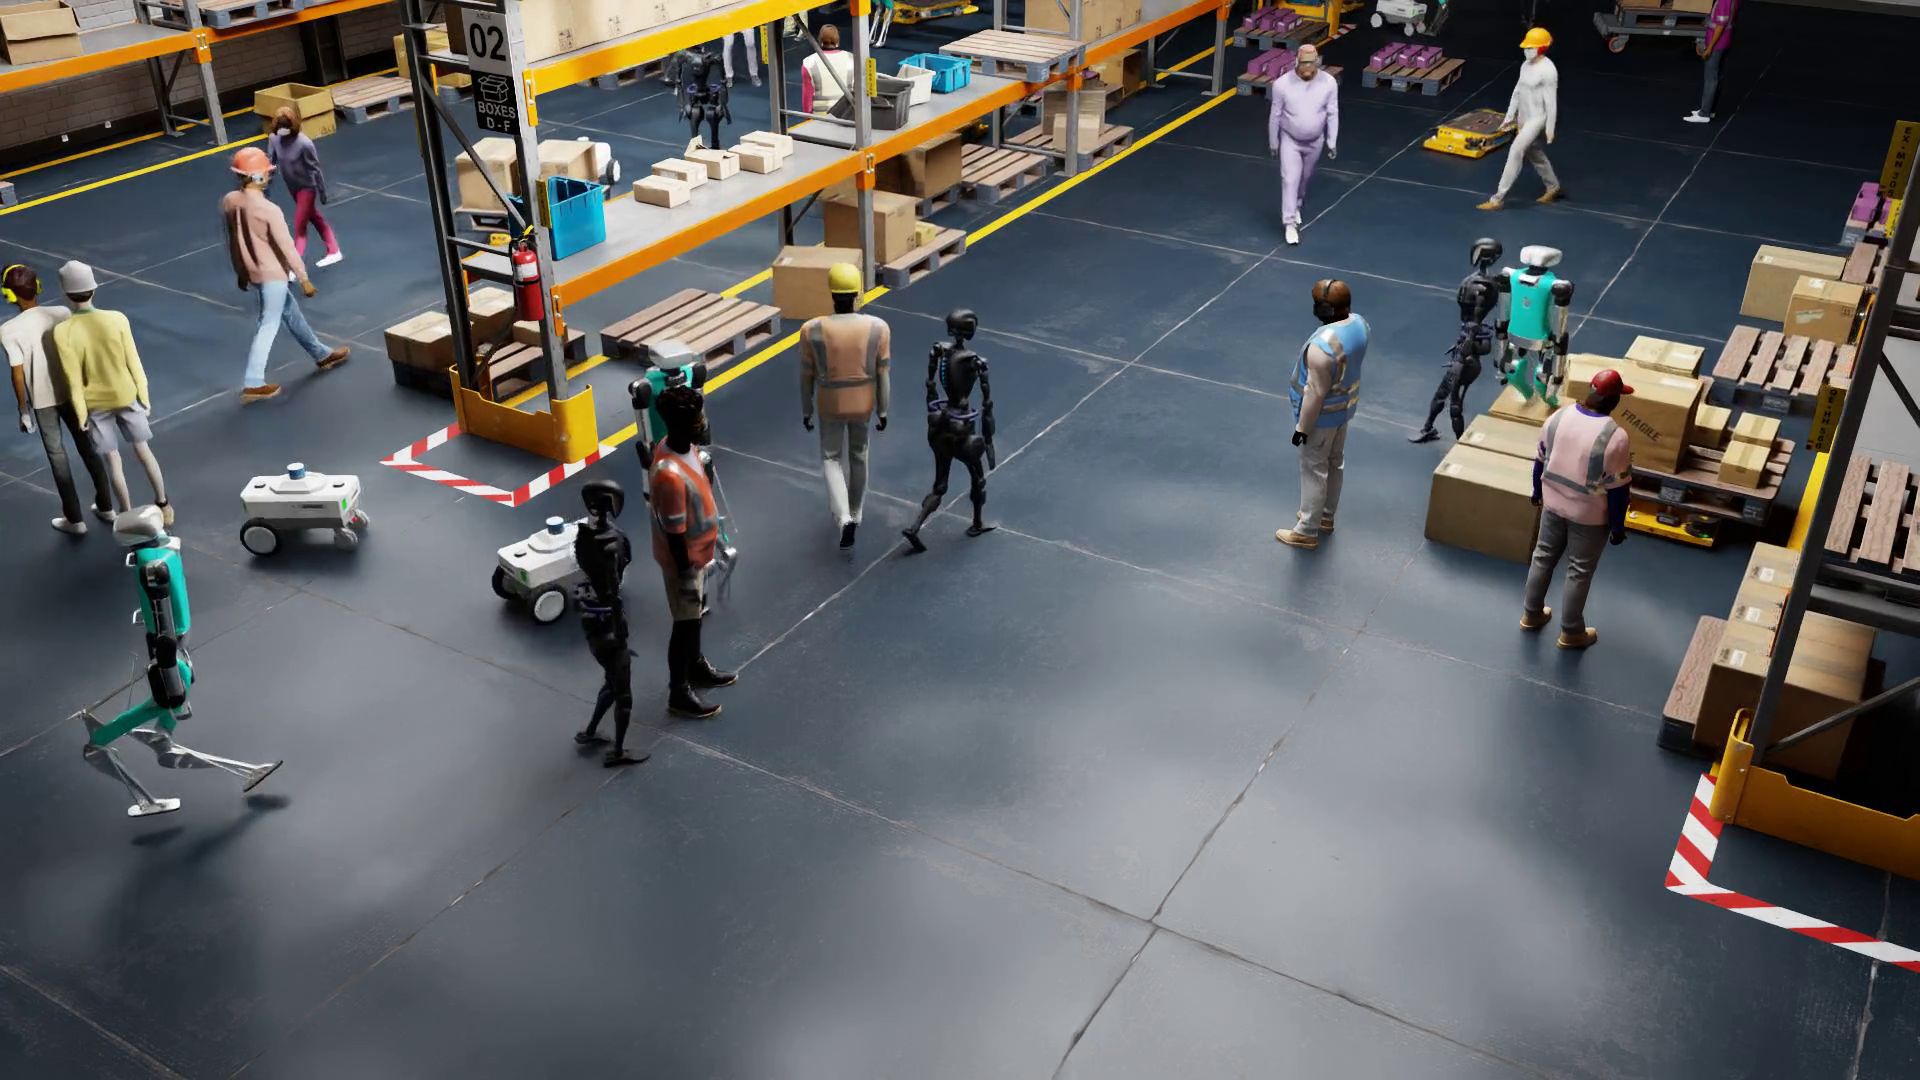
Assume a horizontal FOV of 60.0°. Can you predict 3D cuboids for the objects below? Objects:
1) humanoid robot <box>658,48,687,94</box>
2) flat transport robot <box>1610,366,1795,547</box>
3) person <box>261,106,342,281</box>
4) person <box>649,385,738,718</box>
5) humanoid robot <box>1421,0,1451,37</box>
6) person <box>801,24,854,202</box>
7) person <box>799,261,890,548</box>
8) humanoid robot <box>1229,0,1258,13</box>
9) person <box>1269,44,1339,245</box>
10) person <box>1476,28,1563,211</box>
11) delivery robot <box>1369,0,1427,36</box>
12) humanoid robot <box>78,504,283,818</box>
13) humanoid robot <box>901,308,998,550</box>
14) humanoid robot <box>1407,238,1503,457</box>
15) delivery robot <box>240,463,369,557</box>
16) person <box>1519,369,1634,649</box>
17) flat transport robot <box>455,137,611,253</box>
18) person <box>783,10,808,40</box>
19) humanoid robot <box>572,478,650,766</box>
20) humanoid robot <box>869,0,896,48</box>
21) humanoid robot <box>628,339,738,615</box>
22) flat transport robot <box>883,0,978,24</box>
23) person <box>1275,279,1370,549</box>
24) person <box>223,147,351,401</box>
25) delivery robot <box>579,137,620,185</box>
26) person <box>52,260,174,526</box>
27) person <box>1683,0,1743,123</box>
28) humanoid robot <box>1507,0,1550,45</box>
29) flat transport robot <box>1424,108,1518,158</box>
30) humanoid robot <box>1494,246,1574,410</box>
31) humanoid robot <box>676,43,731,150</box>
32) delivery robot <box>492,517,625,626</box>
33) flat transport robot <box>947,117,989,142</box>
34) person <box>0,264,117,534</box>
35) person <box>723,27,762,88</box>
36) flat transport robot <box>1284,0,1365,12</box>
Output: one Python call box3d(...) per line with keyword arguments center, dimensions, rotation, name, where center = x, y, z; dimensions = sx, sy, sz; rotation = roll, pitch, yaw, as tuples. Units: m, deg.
box3d(center=(-3.714, -6.573, 21.068), dimensions=(0.772, 1.761, 0.555), rotation=(-7, 30, -13), name="humanoid robot")
box3d(center=(5.059, -0.391, 11.633), dimensions=(0.659, 0.231, 1.431), rotation=(17, 34, 27), name="flat transport robot")
box3d(center=(-6.084, -3.184, 15.220), dimensions=(0.532, 1.583, 0.835), rotation=(17, 34, 28), name="person")
box3d(center=(-1.485, 0.060, 9.121), dimensions=(0.379, 1.964, 0.610), rotation=(-2, 30, -3), name="person")
box3d(center=(6.849, -7.972, 23.605), dimensions=(0.543, 1.851, 0.663), rotation=(-19, 35, -31), name="humanoid robot")
box3d(center=(-1.308, -4.332, 17.009), dimensions=(0.624, 1.843, 0.429), rotation=(-9, 31, -15), name="person")
box3d(center=(-0.733, -0.862, 10.805), dimensions=(0.583, 1.910, 0.738), rotation=(-6, 30, -10), name="person")
box3d(center=(4.307, -8.720, 24.917), dimensions=(0.905, 1.784, 0.570), rotation=(-1, 29, -2), name="humanoid robot")
box3d(center=(3.337, -3.889, 16.206), dimensions=(0.636, 1.855, 0.997), rotation=(-2, 30, -4), name="person")
box3d(center=(5.868, -4.285, 16.927), dimensions=(0.995, 1.846, 0.584), rotation=(-6, 30, -10), name="person")
box3d(center=(6.406, -7.684, 24.263), dimensions=(0.499, 0.613, 0.803), rotation=(-22, 36, -34), name="delivery robot")
box3d(center=(-4.030, 0.670, 8.262), dimensions=(0.997, 1.748, 0.560), rotation=(-11, 31, -18), name="humanoid robot")
box3d(center=(-0.061, -0.698, 10.793), dimensions=(0.613, 1.645, 0.732), rotation=(25, 38, 37), name="humanoid robot")
box3d(center=(3.552, -1.357, 11.927), dimensions=(0.522, 1.650, 0.611), rotation=(7, 30, 13), name="humanoid robot")
box3d(center=(-4.368, -0.229, 11.044), dimensions=(0.775, 0.583, 0.499), rotation=(-1, 29, -1), name="delivery robot")
box3d(center=(3.638, -0.189, 9.772), dimensions=(0.420, 1.747, 0.624), rotation=(-20, 35, -31), name="person")
box3d(center=(-4.144, -3.055, 16.345), dimensions=(0.659, 0.231, 1.431), rotation=(5, 30, 8), name="flat transport robot")
box3d(center=(-2.393, -8.001, 23.593), dimensions=(0.575, 1.748, 0.362), rotation=(25, 38, 37), name="person")
box3d(center=(-1.894, 0.442, 8.753), dimensions=(0.397, 1.659, 0.611), rotation=(-12, 32, -20), name="humanoid robot")
box3d(center=(-1.148, -7.753, 23.072), dimensions=(0.530, 1.712, 0.700), rotation=(24, 37, 36), name="humanoid robot")
box3d(center=(-1.566, -0.270, 9.991), dimensions=(0.650, 1.866, 0.543), rotation=(23, 37, 35), name="humanoid robot")
box3d(center=(-0.476, -8.047, 25.176), dimensions=(1.431, 0.231, 0.659), rotation=(-22, 36, -34), name="flat transport robot")
box3d(center=(2.343, -0.820, 10.799), dimensions=(0.429, 1.840, 0.621), rotation=(21, 36, 32), name="person")
box3d(center=(-5.349, -2.093, 12.952), dimensions=(0.644, 1.937, 1.046), rotation=(20, 35, 31), name="person")
box3d(center=(-3.969, -3.979, 17.696), dimensions=(0.499, 0.601, 0.796), rotation=(4, 30, 8), name="delivery robot")
box3d(center=(-5.569, -0.913, 10.912), dimensions=(0.485, 1.889, 0.394), rotation=(-23, 37, -35), name="person")
box3d(center=(9.003, -5.905, 19.783), dimensions=(0.337, 1.847, 0.514), rotation=(22, 36, 34), name="person")
box3d(center=(7.925, -7.697, 23.144), dimensions=(0.613, 1.632, 0.679), rotation=(19, 35, 30), name="humanoid robot")
box3d(center=(6.035, -4.730, 19.308), dimensions=(0.659, 0.231, 1.431), rotation=(24, 37, 36), name="flat transport robot")
box3d(center=(4.051, -1.235, 11.653), dimensions=(0.713, 1.798, 0.557), rotation=(-25, 38, -37), name="humanoid robot")
box3d(center=(-2.741, -4.677, 17.824), dimensions=(0.584, 1.648, 0.479), rotation=(1, 29, 2), name="humanoid robot")
box3d(center=(-2.523, 0.156, 10.394), dimensions=(0.797, 0.613, 0.499), rotation=(-24, 37, -36), name="delivery robot")
box3d(center=(-0.299, -4.696, 19.249), dimensions=(0.659, 0.231, 1.431), rotation=(17, 33, 27), name="flat transport robot")
box3d(center=(-5.973, -0.921, 10.966), dimensions=(0.346, 1.854, 0.508), rotation=(17, 34, 28), name="person")
box3d(center=(-2.859, -6.753, 21.212), dimensions=(0.523, 1.923, 0.451), rotation=(-9, 31, -15), name="person")
box3d(center=(5.489, -8.408, 25.815), dimensions=(1.431, 0.231, 0.659), rotation=(21, 36, 32), name="flat transport robot")
